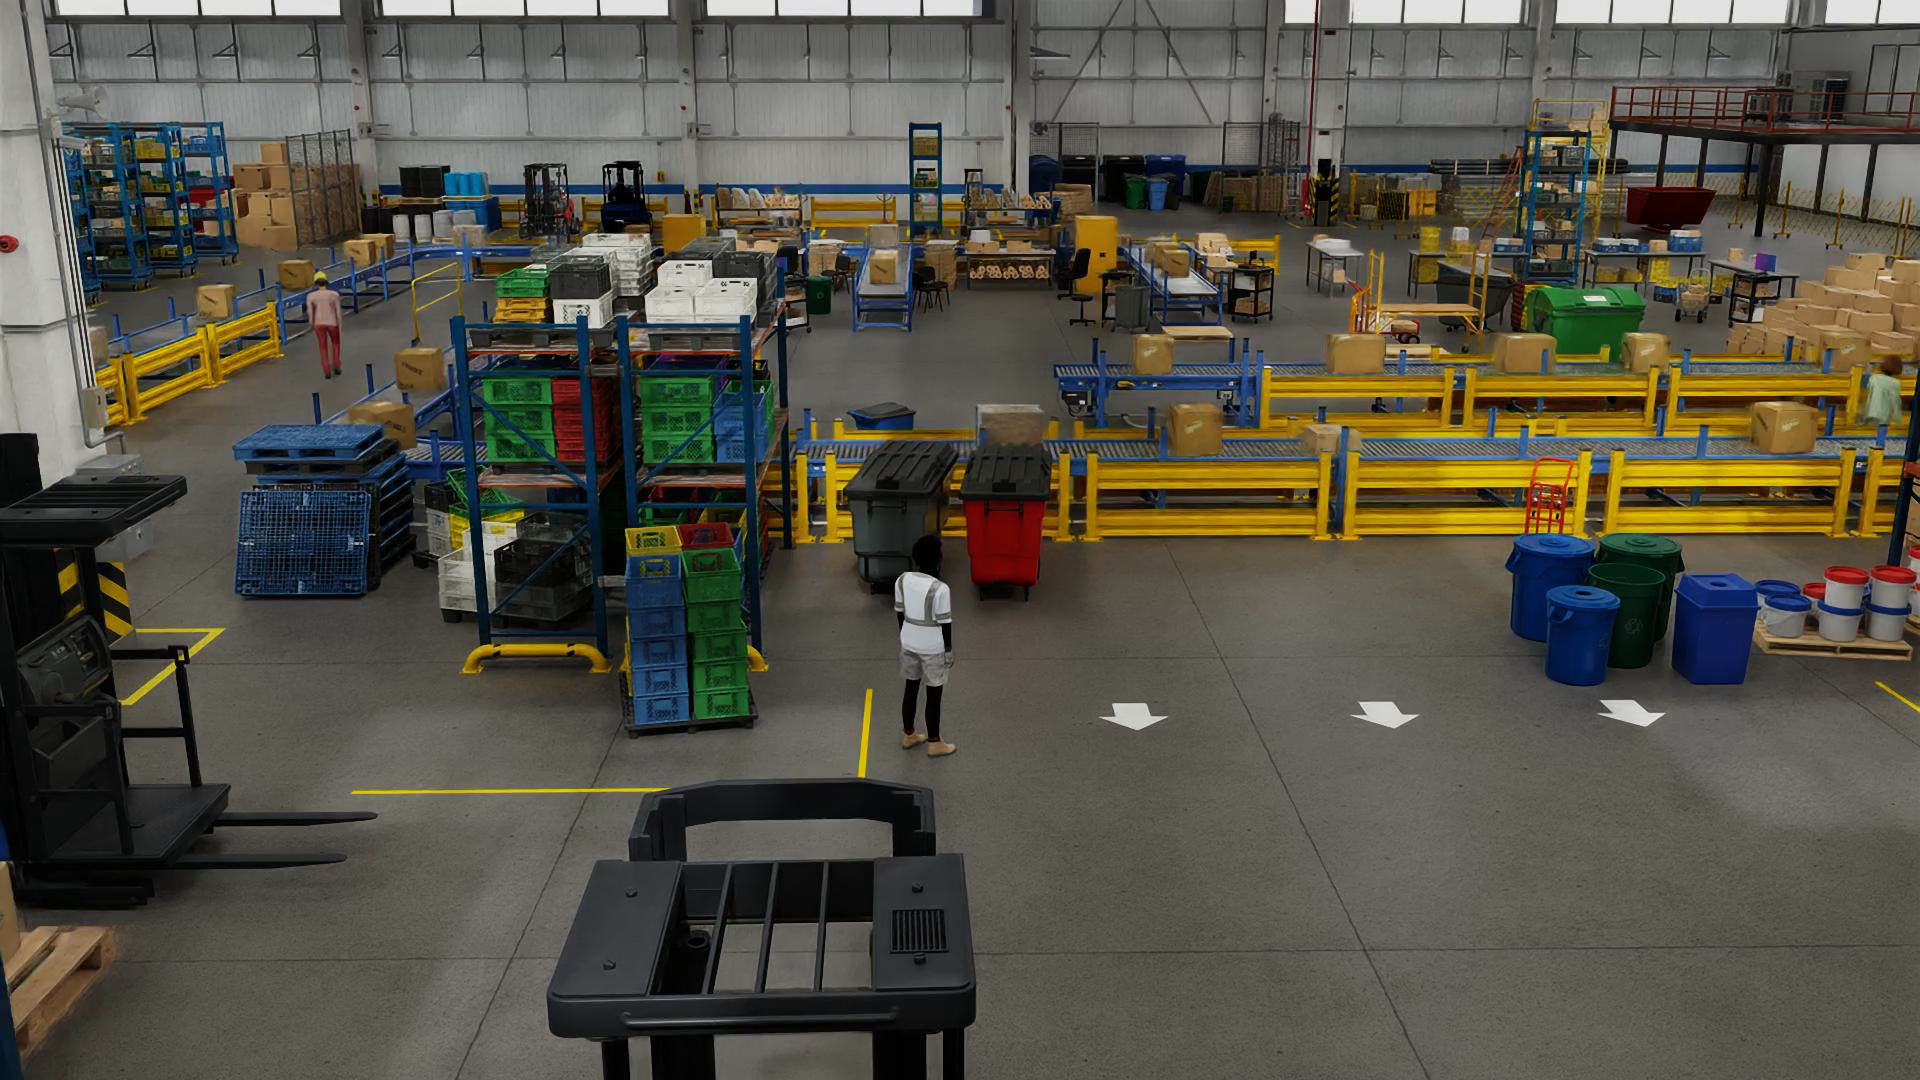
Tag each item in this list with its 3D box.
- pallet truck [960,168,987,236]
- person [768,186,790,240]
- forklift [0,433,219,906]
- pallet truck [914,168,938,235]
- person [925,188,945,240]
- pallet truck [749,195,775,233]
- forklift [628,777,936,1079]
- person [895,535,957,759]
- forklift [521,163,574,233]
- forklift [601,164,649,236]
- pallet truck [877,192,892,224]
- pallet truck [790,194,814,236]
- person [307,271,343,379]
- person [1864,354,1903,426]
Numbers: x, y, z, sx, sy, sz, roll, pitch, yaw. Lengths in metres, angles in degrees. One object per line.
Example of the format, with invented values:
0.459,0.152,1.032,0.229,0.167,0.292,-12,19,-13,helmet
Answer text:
0.383,-10.230,50.206,0.823,1.965,1.885,-1,16,-3,pallet truck
-4.894,-8.576,44.715,1.012,1.848,0.668,-13,20,-38,person
-5.952,0.780,10.366,1.873,2.768,1.129,0,16,-1,forklift
-0.989,-10.316,50.507,0.823,1.965,1.885,1,16,3,pallet truck
-0.648,-8.505,44.250,1.065,1.983,0.630,-13,21,-38,person
-6.051,-9.967,50.660,0.680,1.201,1.601,0,16,-1,pallet truck
-0.542,2.165,5.552,1.129,2.768,1.873,-1,16,-2,forklift
-0.254,0.790,12.437,0.540,1.695,0.317,14,21,41,person
-12.233,-10.122,49.298,1.157,1.987,2.680,0,16,-1,forklift
-9.948,-10.127,49.296,1.157,1.987,2.680,-1,16,-3,forklift
-2.277,-9.986,50.594,0.653,1.274,1.630,0,16,-1,pallet truck
-4.814,-9.883,50.259,0.704,1.261,1.522,-1,16,-3,pallet truck
-10.470,-3.568,27.483,0.544,1.739,0.722,-4,17,-14,person
11.476,-1.487,20.508,0.782,1.598,0.525,0,16,-1,person
